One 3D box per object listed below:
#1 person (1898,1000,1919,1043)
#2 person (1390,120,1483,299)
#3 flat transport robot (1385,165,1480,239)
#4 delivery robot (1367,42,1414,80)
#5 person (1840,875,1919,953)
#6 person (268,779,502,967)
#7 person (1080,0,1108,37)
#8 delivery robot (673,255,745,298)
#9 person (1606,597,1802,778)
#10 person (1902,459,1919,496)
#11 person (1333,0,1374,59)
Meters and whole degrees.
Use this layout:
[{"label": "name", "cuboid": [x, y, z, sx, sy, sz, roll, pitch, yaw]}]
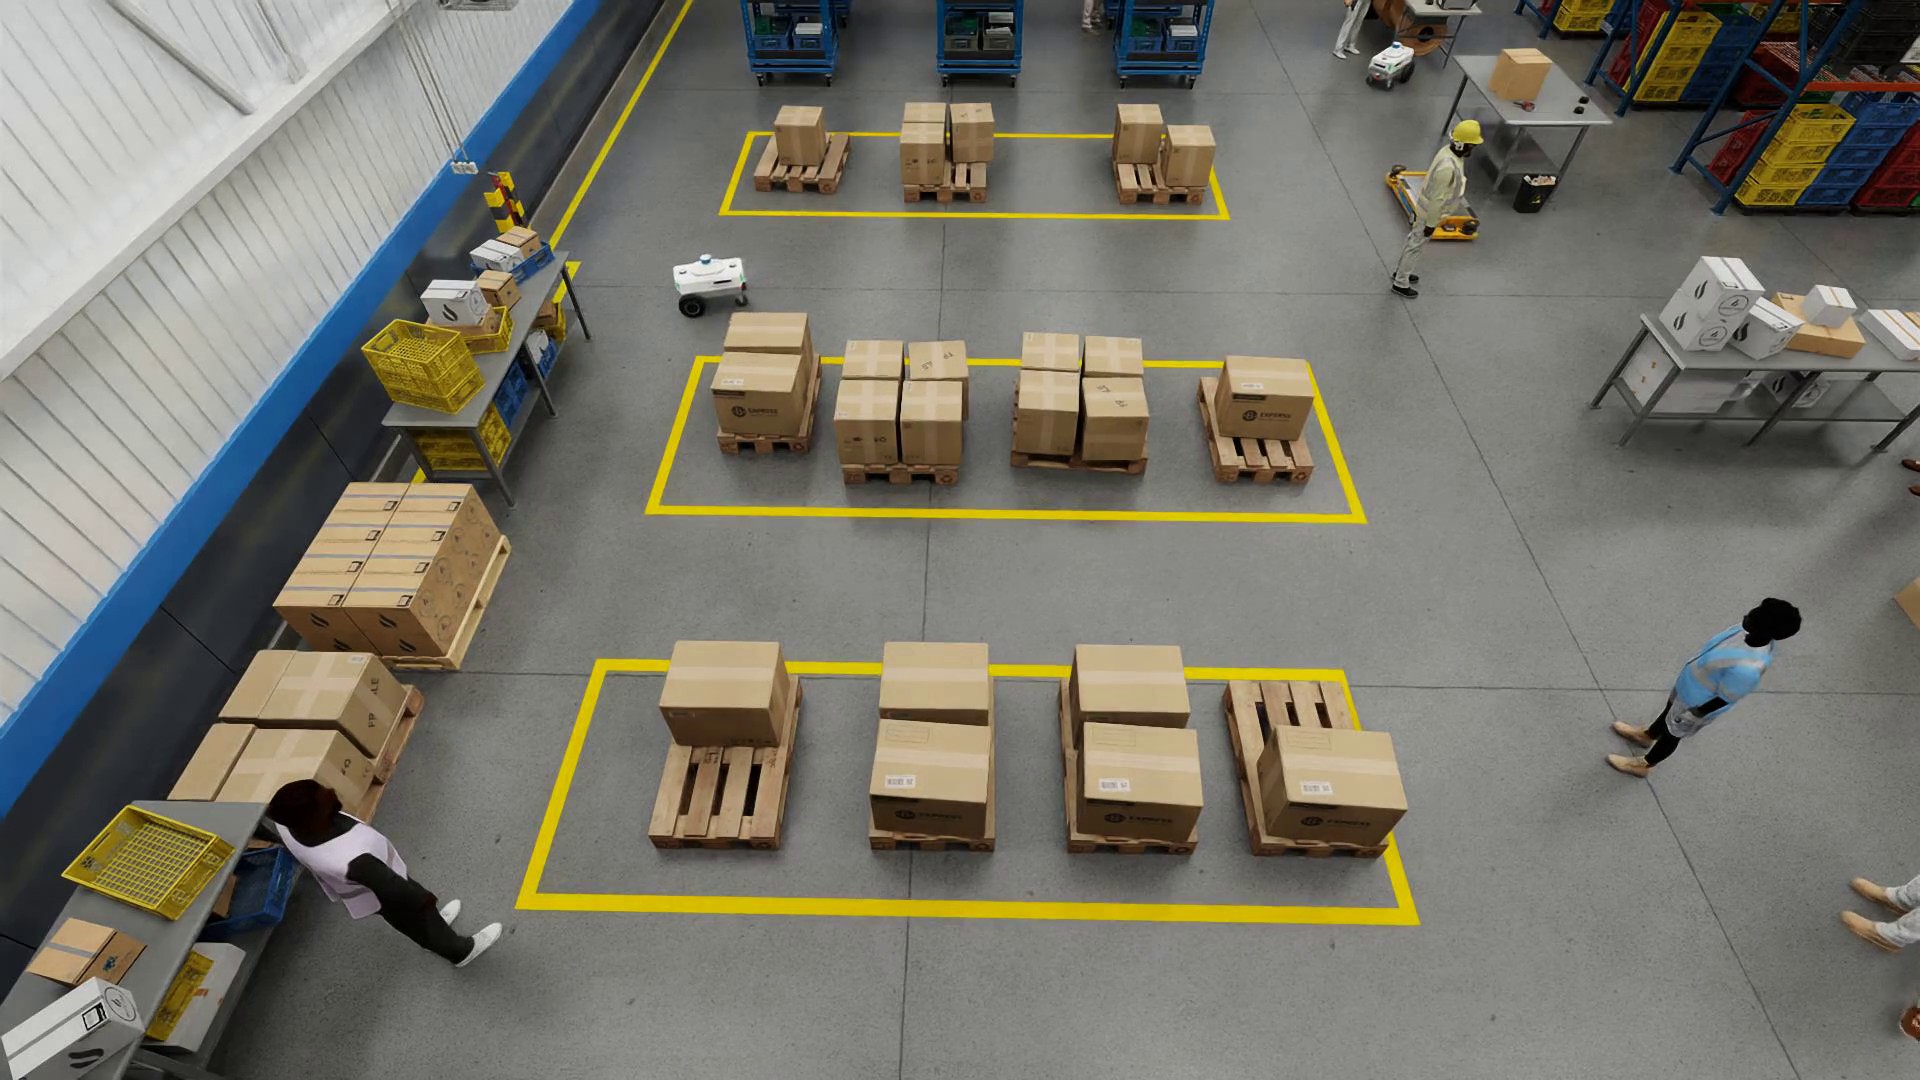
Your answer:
[{"label": "person", "cuboid": [5.757, 2.047, 4.732, 1.019, 1.810, 0.495, -36, 58, -27]}, {"label": "person", "cuboid": [4.882, -3.396, 9.429, 0.404, 1.833, 0.590, 17, 51, 14]}, {"label": "flat transport robot", "cuboid": [5.692, -4.094, 11.059, 0.652, 0.197, 1.431, 1, 49, 1]}, {"label": "delivery robot", "cuboid": [6.250, -6.950, 13.284, 0.707, 0.478, 0.477, -36, 58, -27]}, {"label": "person", "cuboid": [5.650, 1.731, 4.995, 0.431, 1.836, 0.619, 33, 57, 25]}, {"label": "person", "cuboid": [-3.087, 1.808, 4.868, 0.587, 1.920, 0.397, 22, 53, 18]}, {"label": "person", "cuboid": [2.173, -8.837, 14.038, 0.401, 1.986, 0.613, 29, 55, 23]}, {"label": "delivery robot", "cuboid": [-2.638, -2.772, 9.668, 0.707, 0.478, 0.477, -11, 50, -9]}, {"label": "person", "cuboid": [4.653, 0.941, 5.763, 0.317, 1.695, 0.540, 27, 54, 22]}, {"label": "person", "cuboid": [8.557, -1.111, 7.403, 0.409, 1.908, 0.639, 21, 52, 17]}, {"label": "person", "cuboid": [5.965, -8.036, 13.576, 0.514, 1.632, 0.312, -27, 55, -22]}]
